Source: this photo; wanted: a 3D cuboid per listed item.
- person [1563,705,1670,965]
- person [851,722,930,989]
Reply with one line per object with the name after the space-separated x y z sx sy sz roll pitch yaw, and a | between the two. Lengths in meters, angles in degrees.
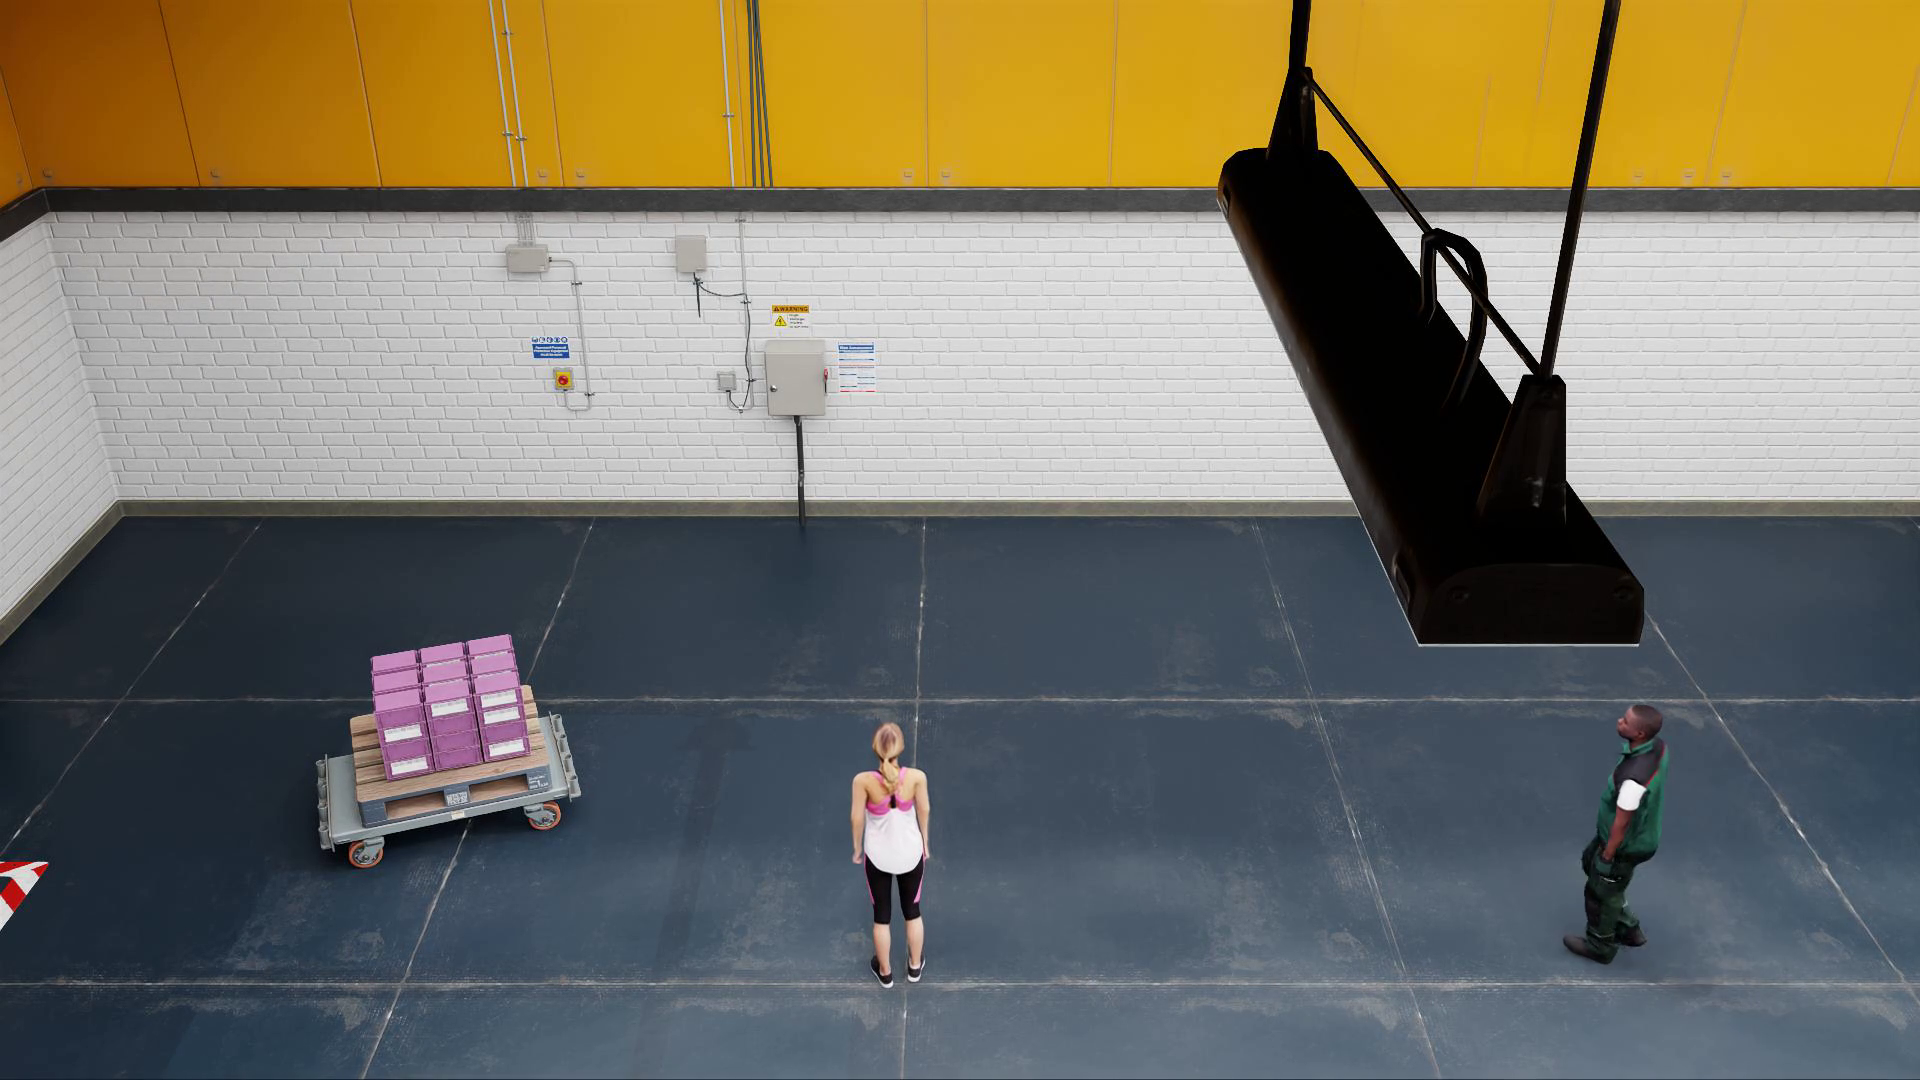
3.921 1.754 9.616 0.913 1.826 0.828 17 33 29 | person
-0.385 1.816 9.543 0.634 1.787 0.563 -4 29 -8 | person
